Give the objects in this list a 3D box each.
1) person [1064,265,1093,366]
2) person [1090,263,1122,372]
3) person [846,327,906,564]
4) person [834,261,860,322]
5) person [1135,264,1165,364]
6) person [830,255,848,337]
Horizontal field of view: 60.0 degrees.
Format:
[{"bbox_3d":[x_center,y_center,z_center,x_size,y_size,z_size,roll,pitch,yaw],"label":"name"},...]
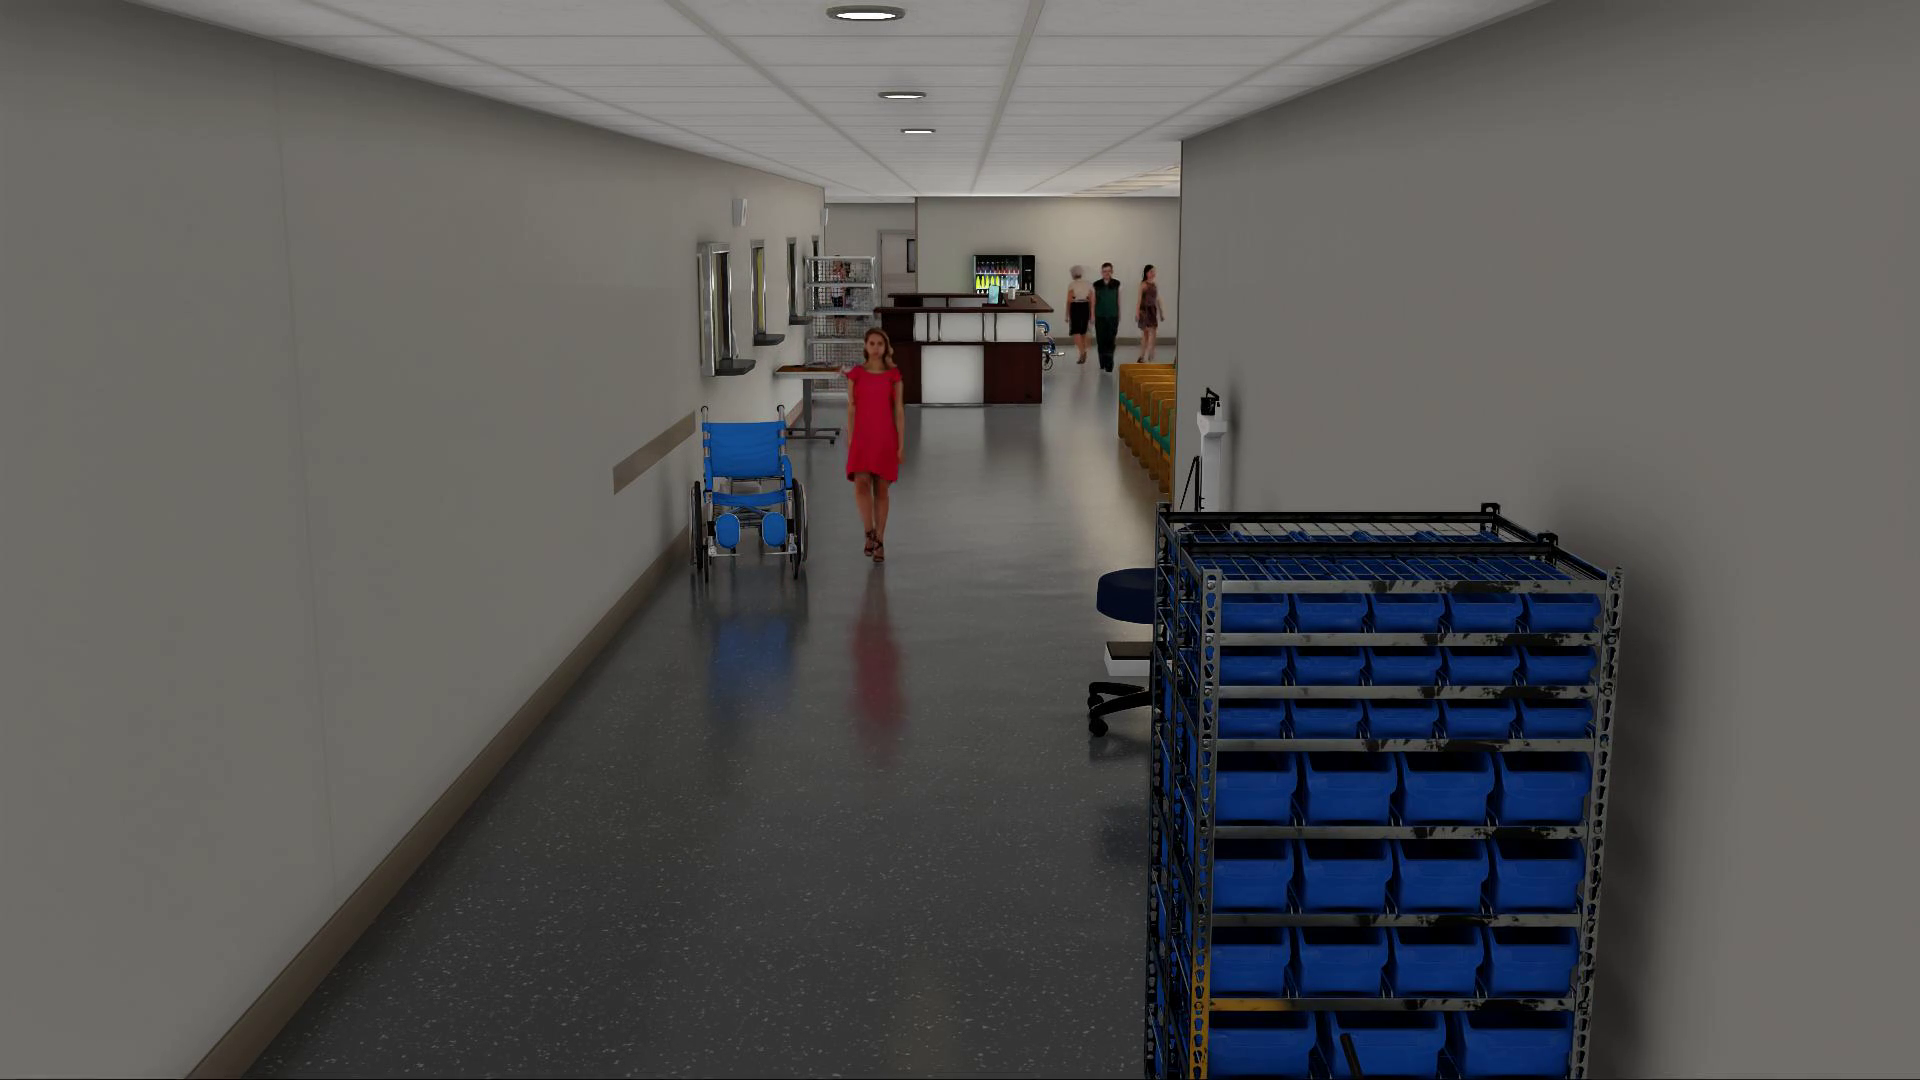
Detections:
[{"bbox_3d":[2.069,-3.834,28.634,1.008,1.724,0.972,-4,12,-22],"label":"person"},{"bbox_3d":[2.450,-3.693,27.721,1.075,1.787,0.801,1,11,5],"label":"person"},{"bbox_3d":[-0.621,-0.702,12.147,0.524,1.716,0.634,0,11,-1],"label":"person"},{"bbox_3d":[-2.852,-6.315,42.002,1.011,1.614,0.716,2,11,10],"label":"person"},{"bbox_3d":[3.155,-3.818,28.474,0.956,1.751,0.892,10,15,44],"label":"person"},{"bbox_3d":[-2.623,-5.273,36.050,0.671,1.786,0.731,10,15,44],"label":"person"}]
